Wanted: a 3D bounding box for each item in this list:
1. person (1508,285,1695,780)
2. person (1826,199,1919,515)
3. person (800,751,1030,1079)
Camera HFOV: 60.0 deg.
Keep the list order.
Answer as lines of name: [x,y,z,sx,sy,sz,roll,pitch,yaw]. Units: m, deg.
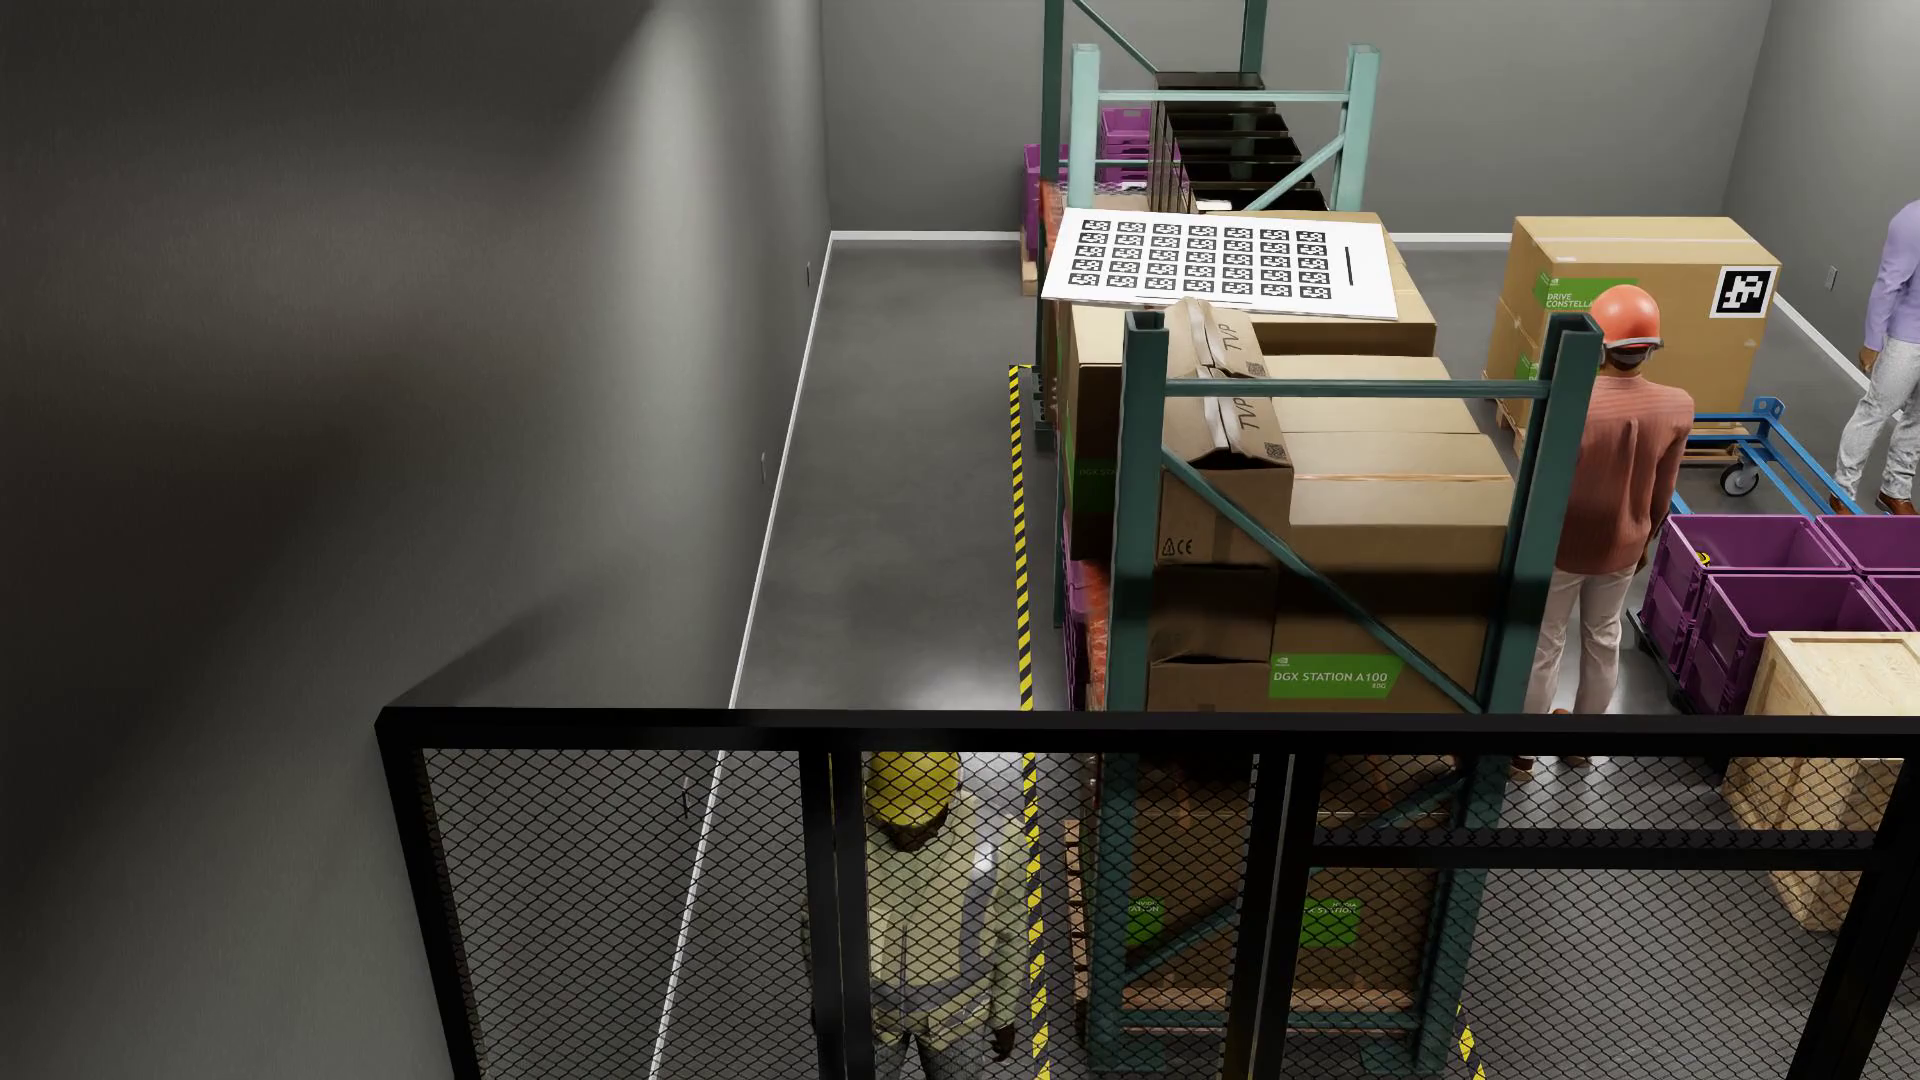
person: [2.298,0.007,6.151,0.611,1.993,0.384,-7,32,-11]
person: [4.528,-0.940,7.776,0.637,1.938,0.357,-1,31,-2]
person: [-0.125,1.189,4.346,0.587,1.828,0.404,3,31,4]
